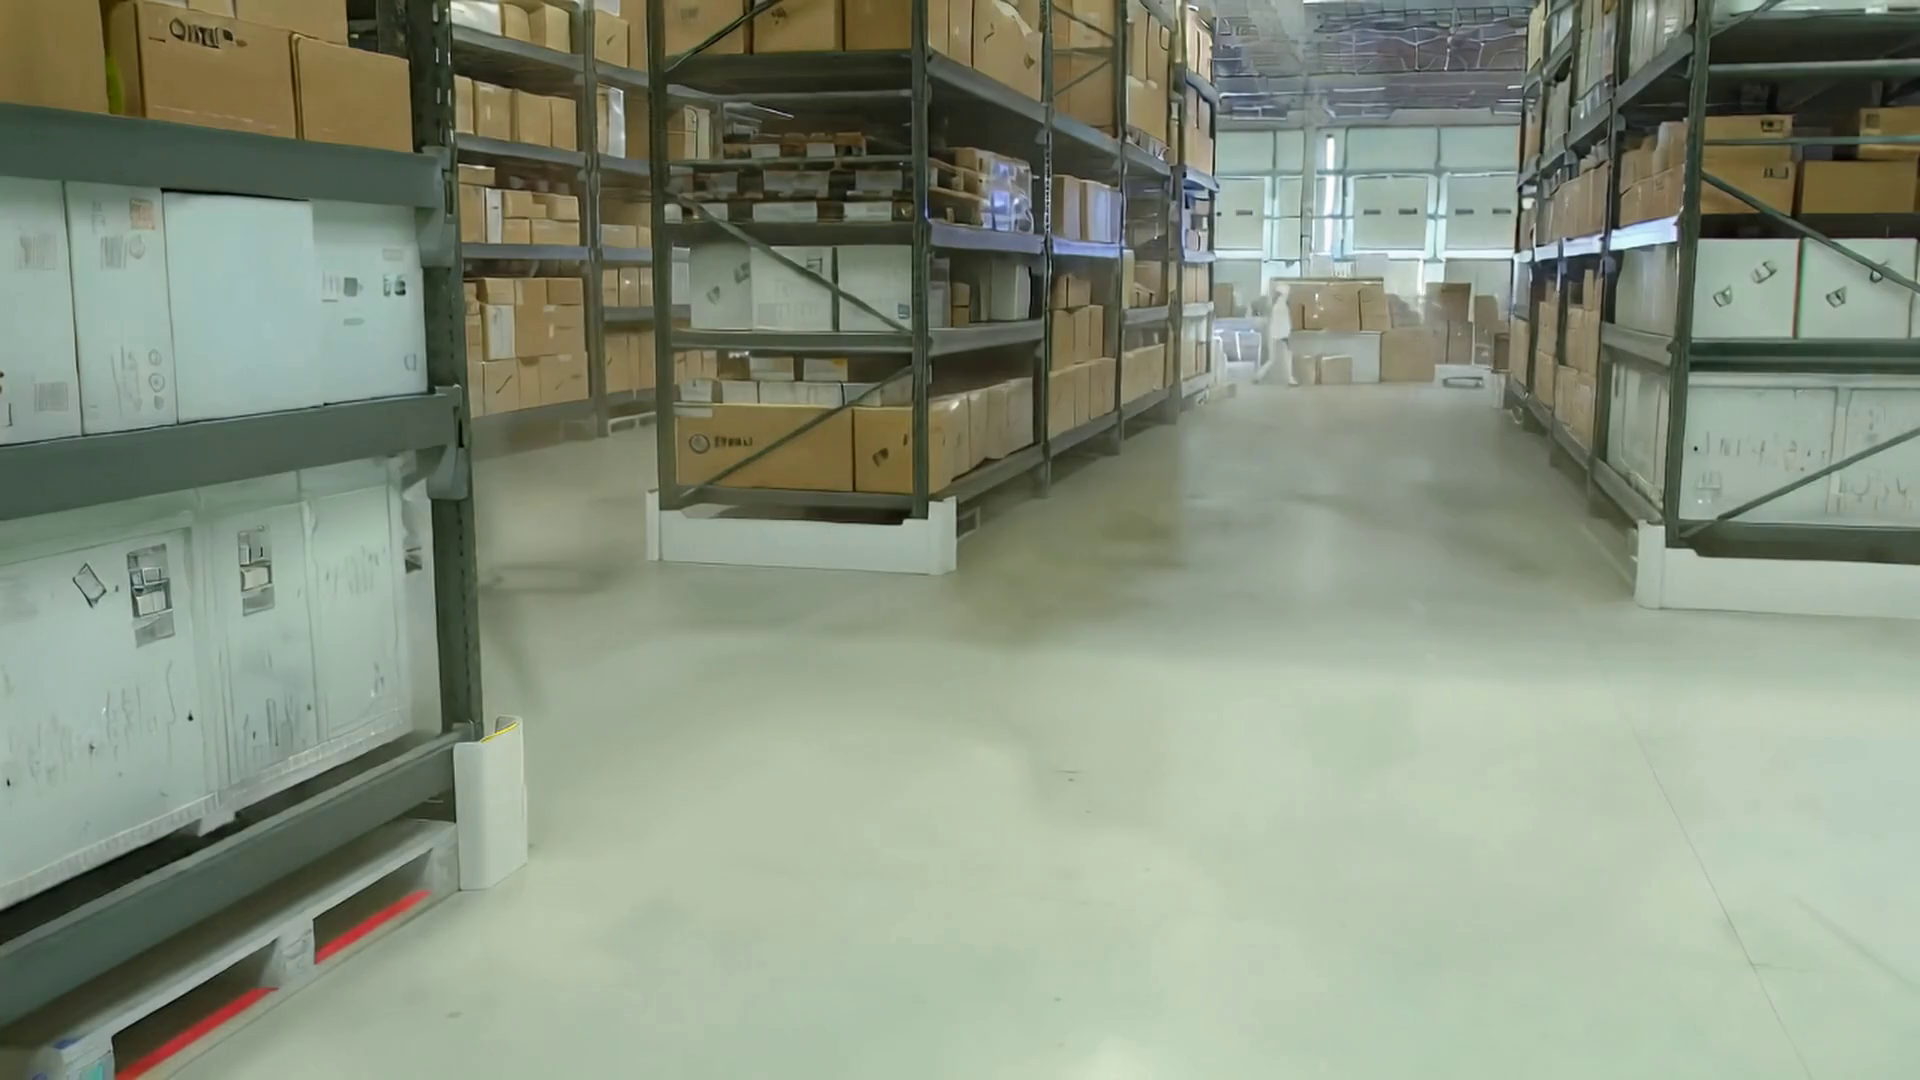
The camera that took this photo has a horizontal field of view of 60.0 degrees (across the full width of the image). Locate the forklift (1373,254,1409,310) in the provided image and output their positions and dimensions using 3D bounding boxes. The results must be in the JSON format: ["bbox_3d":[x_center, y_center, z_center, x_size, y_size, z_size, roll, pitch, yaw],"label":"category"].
[{"bbox_3d":[13.862,-8.056,54.952,1.873,2.768,1.129,4,10,22],"label":"forklift"}]

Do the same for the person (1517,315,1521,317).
[{"bbox_3d":[14.155,-5.529,41.894,0.629,1.936,0.371,-6,11,-34],"label":"person"}]

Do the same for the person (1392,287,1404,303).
[{"bbox_3d":[9.668,-4.694,36.919,0.429,1.837,0.629,-1,9,-9],"label":"person"}]

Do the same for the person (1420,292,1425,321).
[{"bbox_3d":[15.320,-7.407,54.709,0.868,1.662,0.533,-4,10,-25],"label":"person"}]

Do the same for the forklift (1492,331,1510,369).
[{"bbox_3d":[10.276,-3.913,28.631,1.873,2.768,1.129,-2,9,-10],"label":"forklift"}]

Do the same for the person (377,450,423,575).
[{"bbox_3d":[-3.926,-0.708,11.336,0.651,1.912,0.409,7,11,38],"label":"person"}]

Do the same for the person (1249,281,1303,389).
[{"bbox_3d":[5.782,-3.721,30.299,0.899,1.970,0.608,0,9,2],"label":"person"}]

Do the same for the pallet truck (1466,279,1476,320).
[{"bbox_3d":[18.896,-8.459,60.307,1.885,1.965,0.823,5,10,31],"label":"pallet truck"}]
